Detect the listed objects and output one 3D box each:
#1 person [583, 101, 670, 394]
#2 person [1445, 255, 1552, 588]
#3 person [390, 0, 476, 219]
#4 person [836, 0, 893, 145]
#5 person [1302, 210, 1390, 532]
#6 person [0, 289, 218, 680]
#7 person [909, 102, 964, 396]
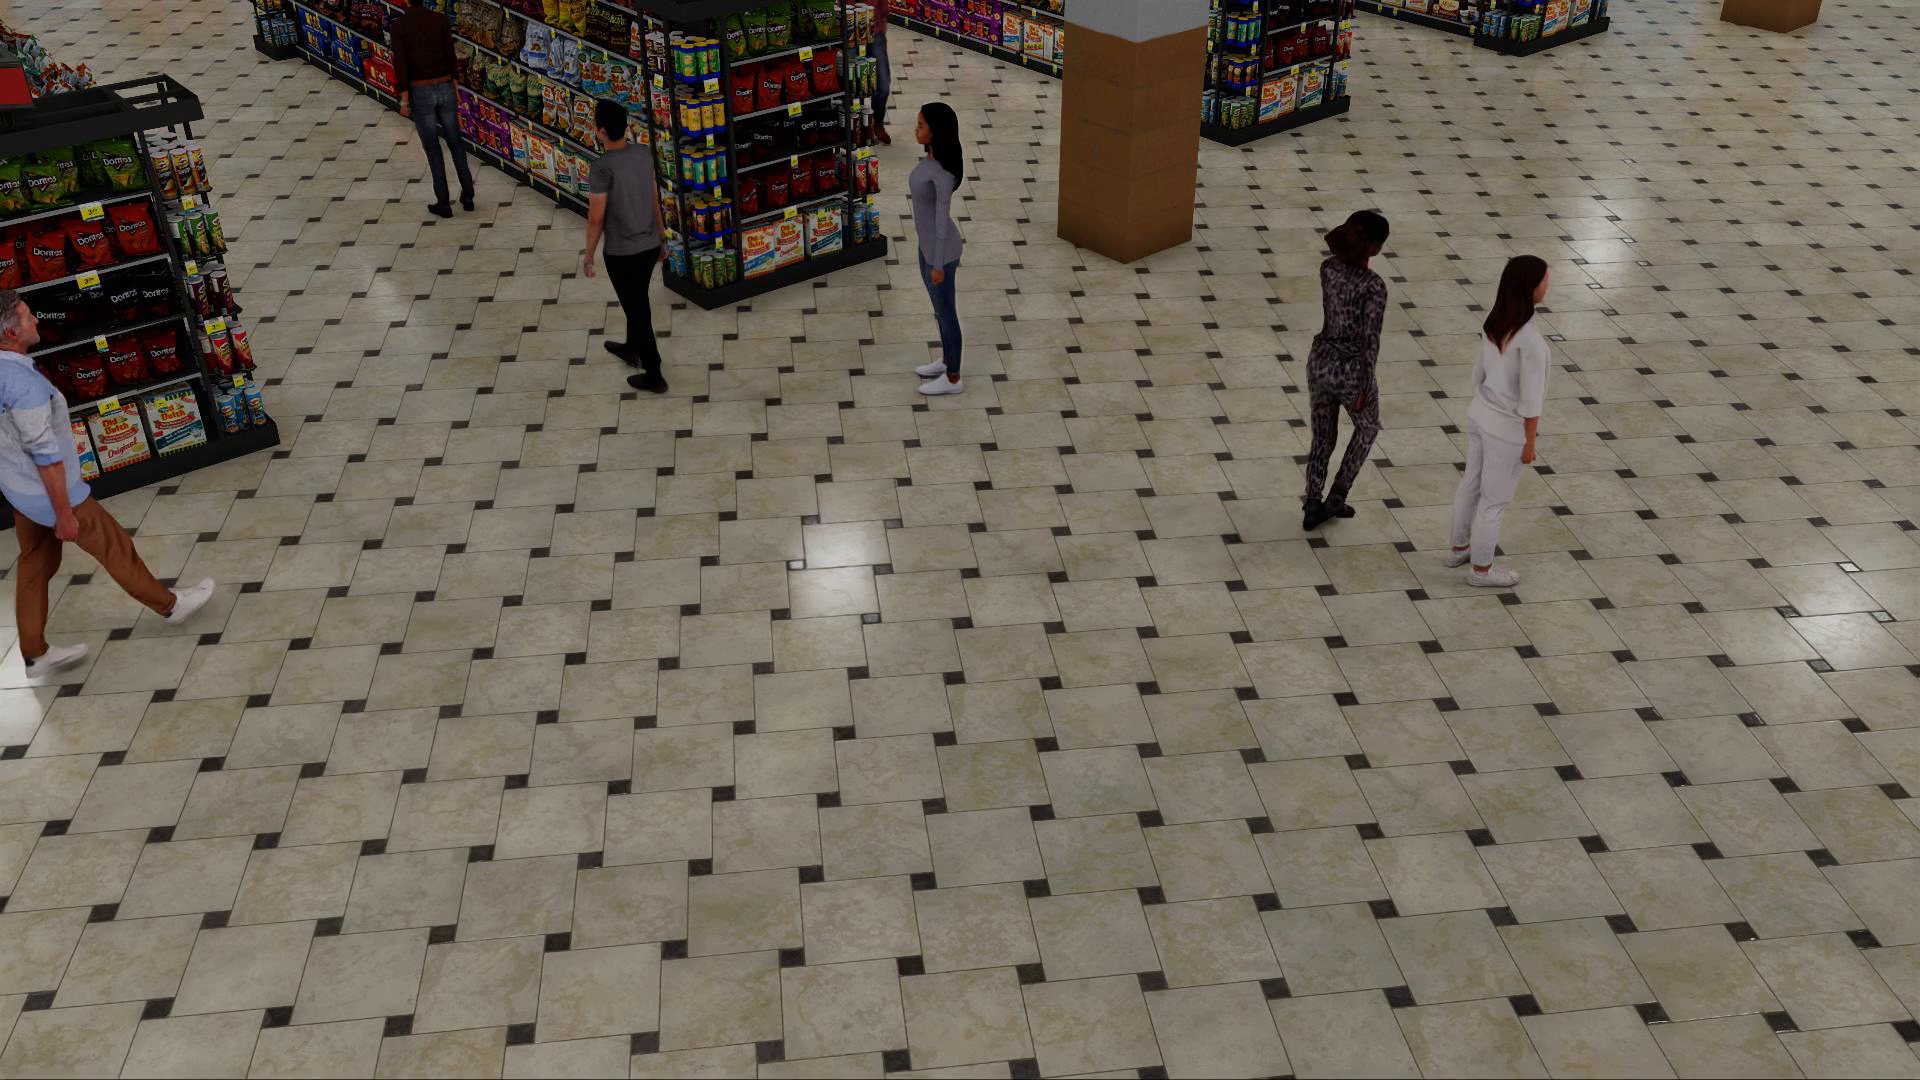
[{"bbox_3d":[-1.859,-1.673,9.660,0.974,1.740,0.821,19,37,28],"label":"person"},{"bbox_3d":[2.577,-0.559,7.919,0.734,1.688,0.606,-9,33,-14],"label":"person"},{"bbox_3d":[-3.851,-3.250,12.156,0.633,1.781,0.497,-24,39,-33],"label":"person"},{"bbox_3d":[-0.861,-4.132,13.541,0.794,1.816,0.794,-12,34,-19],"label":"person"},{"bbox_3d":[1.839,-0.801,8.296,0.620,1.701,0.555,-22,38,-32],"label":"person"},{"bbox_3d":[-4.038,-0.180,7.224,1.109,1.779,0.898,23,39,32],"label":"person"},{"bbox_3d":[-0.102,-1.685,9.685,0.734,1.735,0.620,-6,32,-9],"label":"person"}]
